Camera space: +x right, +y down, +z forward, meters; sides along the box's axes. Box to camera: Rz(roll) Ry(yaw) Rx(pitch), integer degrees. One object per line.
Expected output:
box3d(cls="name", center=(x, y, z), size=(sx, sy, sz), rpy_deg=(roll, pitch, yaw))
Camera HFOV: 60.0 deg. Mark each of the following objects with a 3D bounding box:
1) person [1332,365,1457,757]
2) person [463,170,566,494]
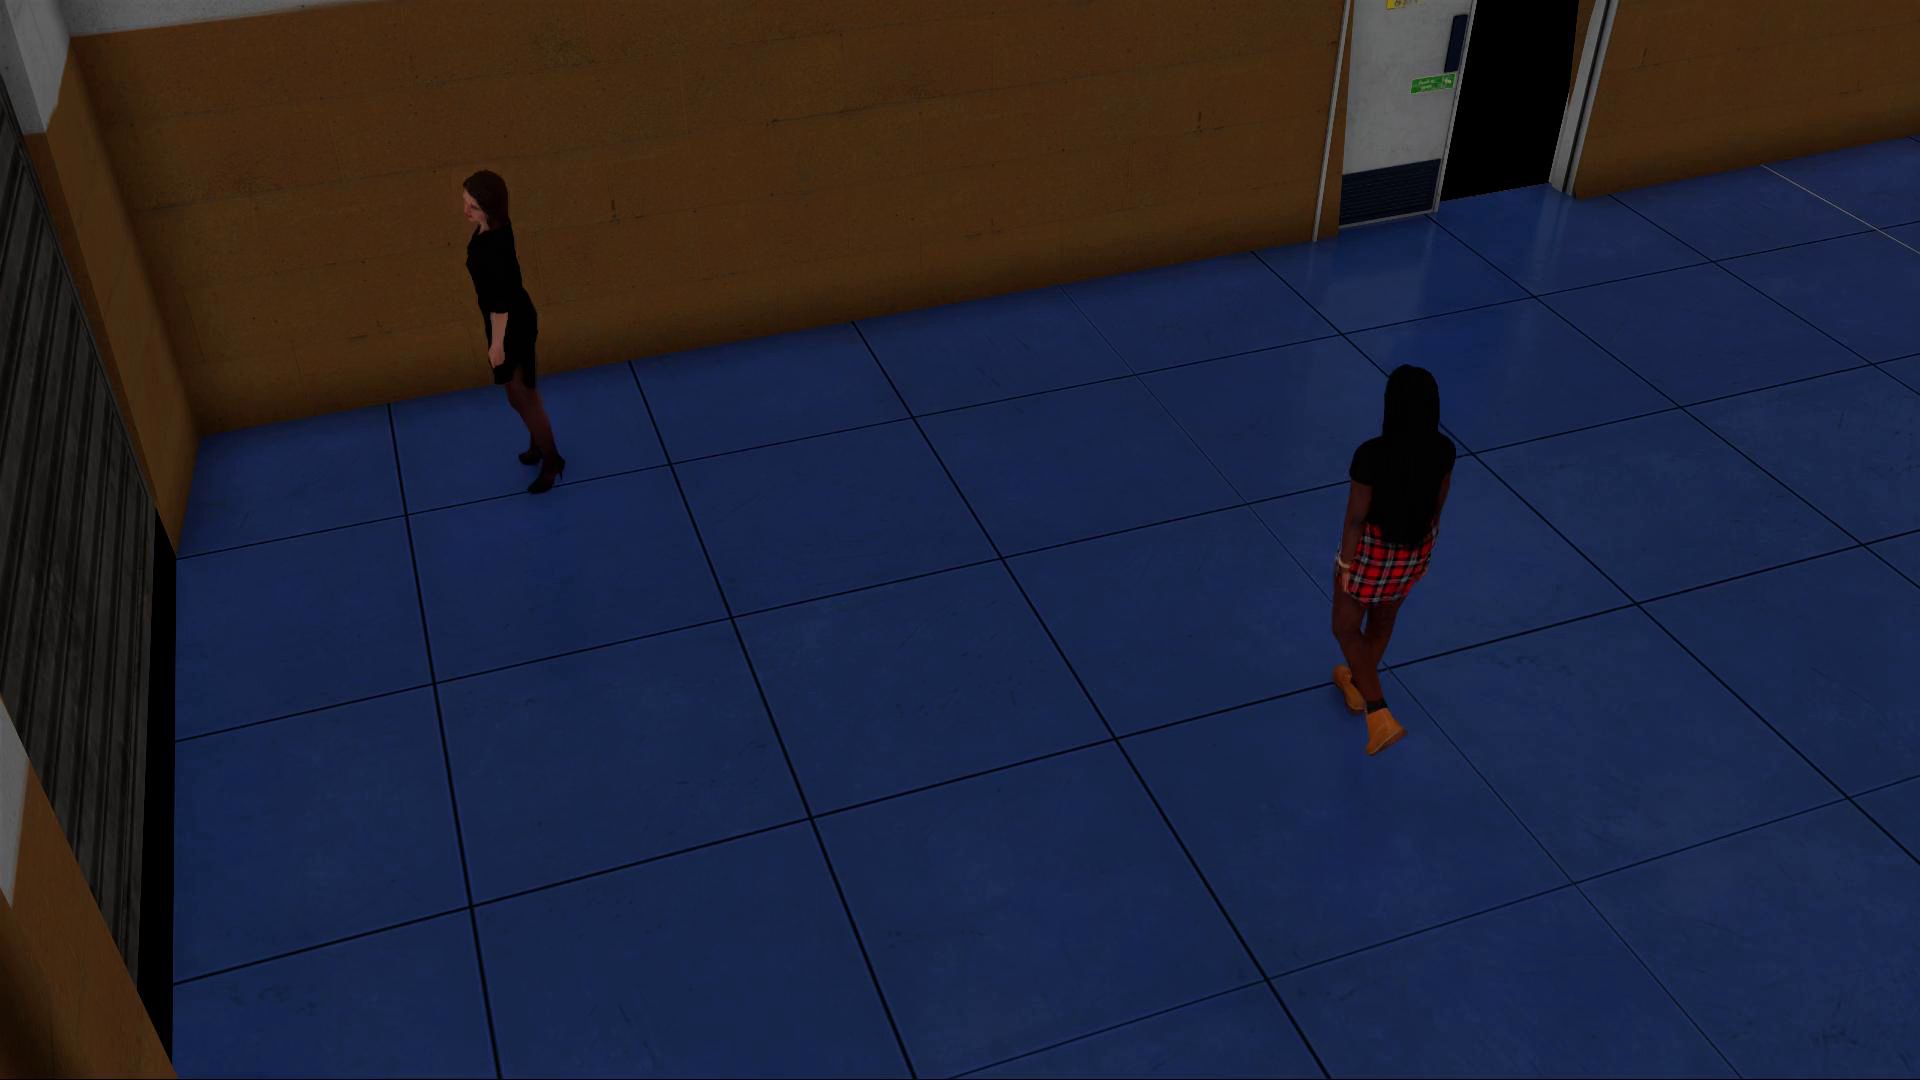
box3d(cls="person", center=(1.708, 0.139, 6.545), size=(0.633, 1.703, 0.973), rpy_deg=(-9, 38, -12))
box3d(cls="person", center=(-2.191, -1.038, 8.105), size=(0.703, 1.696, 0.512), rpy_deg=(3, 37, 3))
